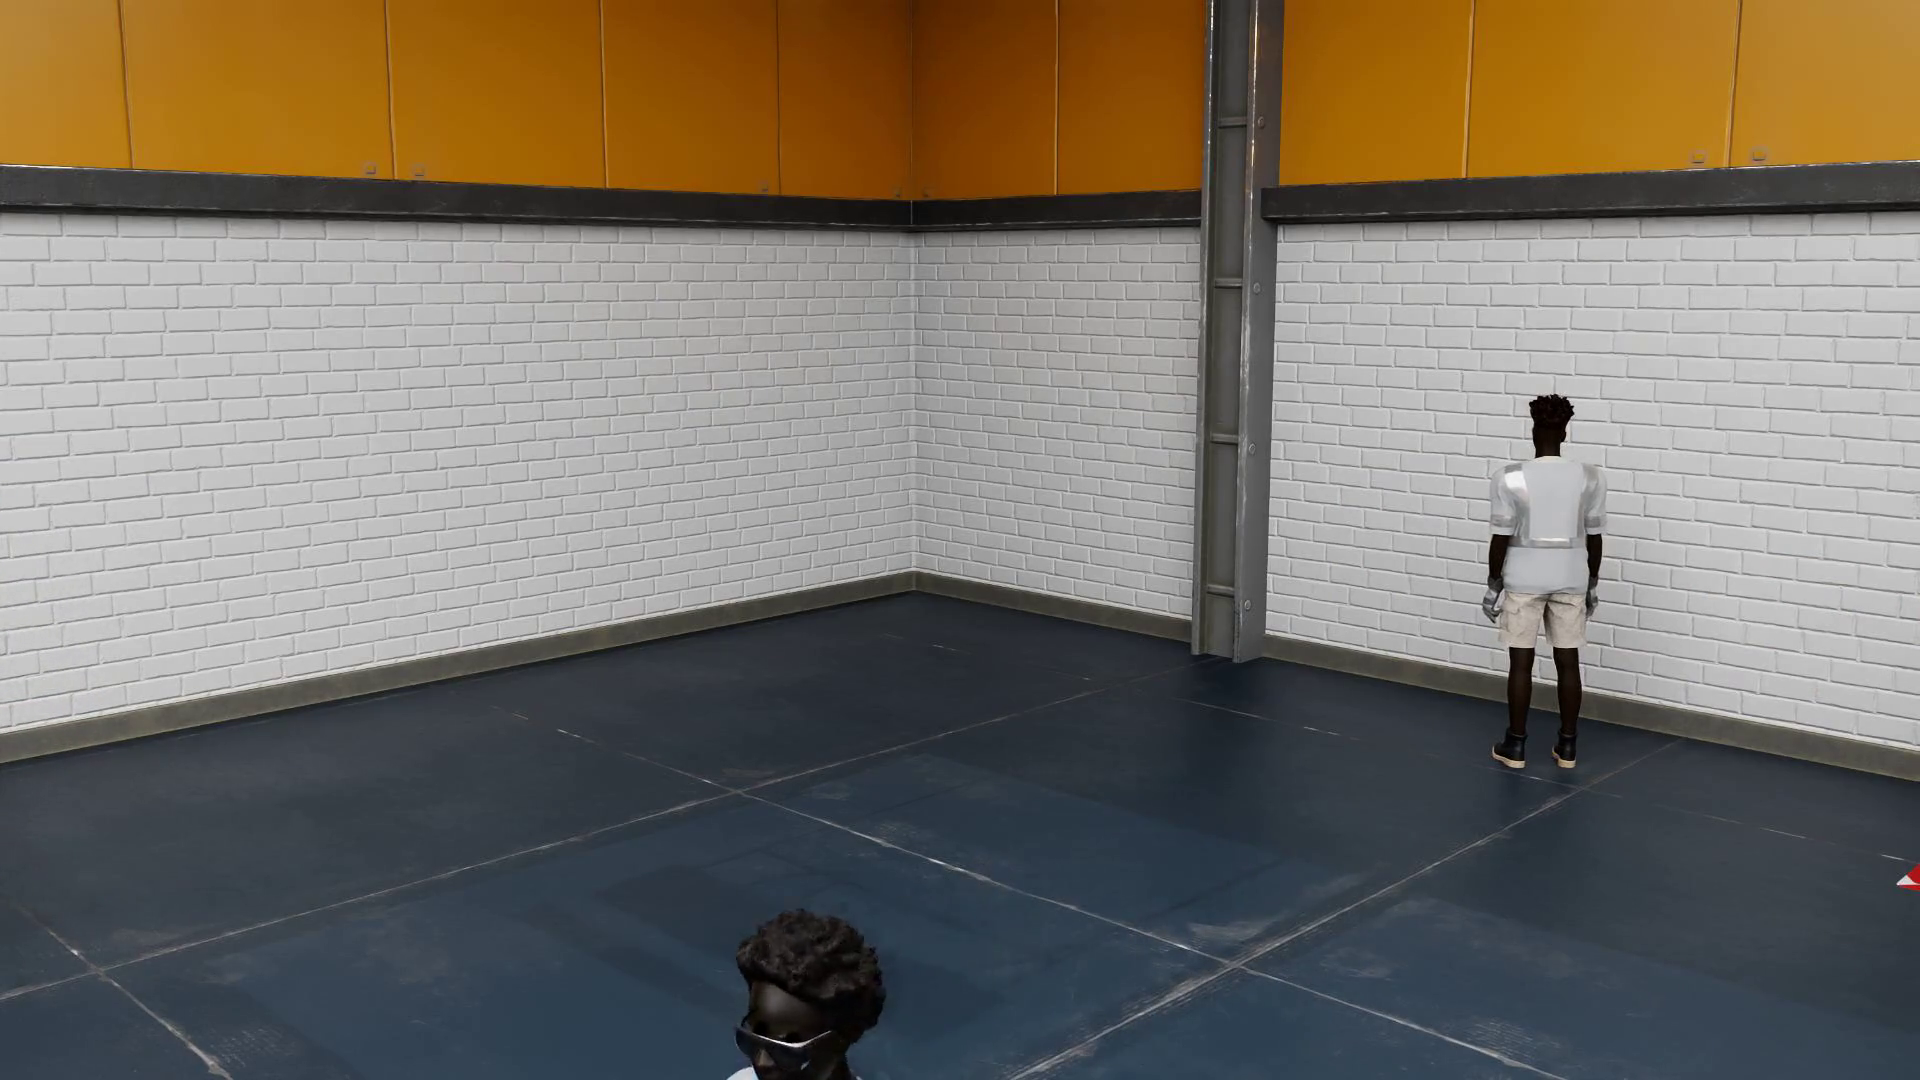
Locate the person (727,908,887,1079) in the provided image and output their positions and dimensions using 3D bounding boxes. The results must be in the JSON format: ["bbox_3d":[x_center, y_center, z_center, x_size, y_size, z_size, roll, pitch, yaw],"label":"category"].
[{"bbox_3d":[-0.155,1.355,2.626,0.533,1.671,0.757,7,12,39],"label":"person"}]

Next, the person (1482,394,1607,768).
[{"bbox_3d":[3.043,0.221,8.684,0.602,1.967,0.370,1,9,4],"label":"person"}]
